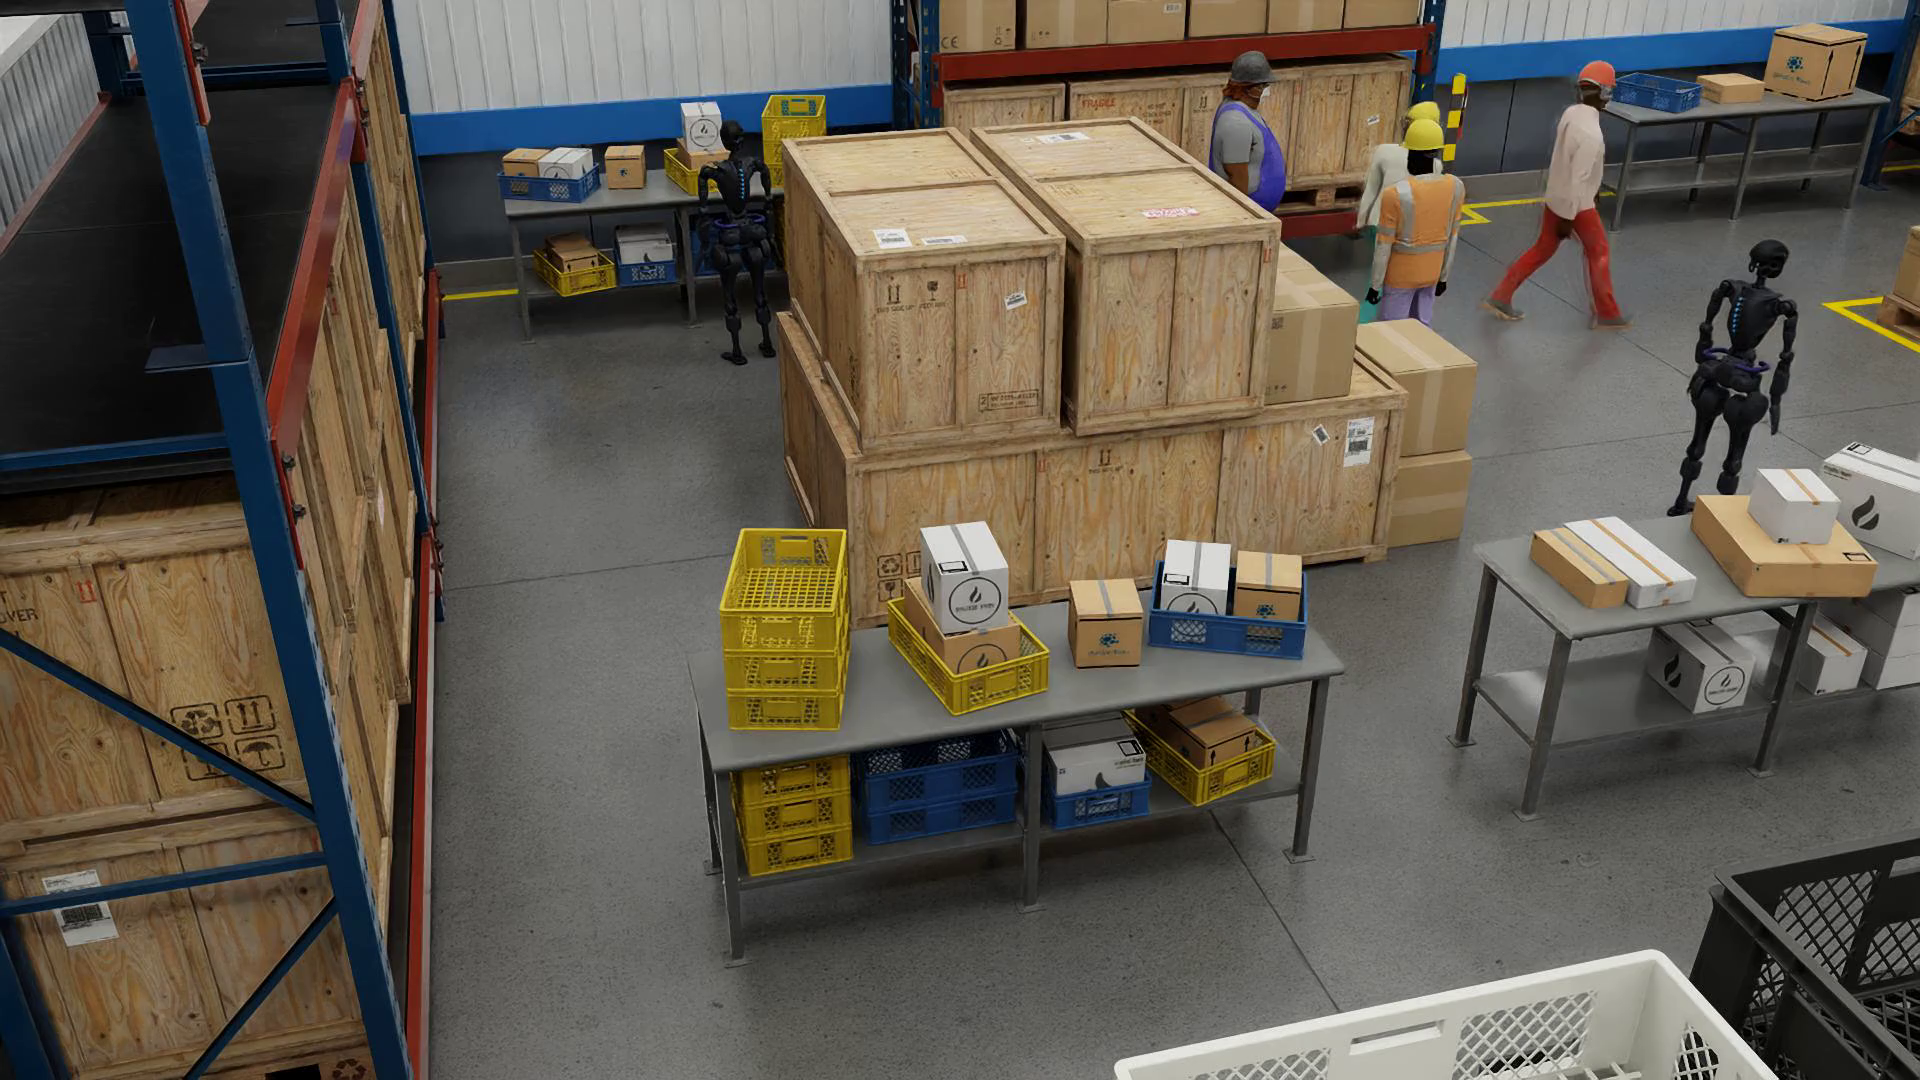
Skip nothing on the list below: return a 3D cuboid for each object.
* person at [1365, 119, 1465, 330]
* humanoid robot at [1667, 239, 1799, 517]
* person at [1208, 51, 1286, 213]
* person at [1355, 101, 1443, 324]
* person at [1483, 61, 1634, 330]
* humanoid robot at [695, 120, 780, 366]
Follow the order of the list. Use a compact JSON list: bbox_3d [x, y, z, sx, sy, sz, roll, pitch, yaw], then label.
[{"bbox_3d":[2.824,-1.680,10.462,0.586,1.919,0.398,-11,31,-19],"label":"person"},{"bbox_3d":[4.283,-0.860,9.202,0.328,1.657,0.590,-16,33,-27],"label":"humanoid robot"},{"bbox_3d":[1.987,-2.378,11.599,0.537,2.000,0.677,2,29,4],"label":"person"},{"bbox_3d":[3.069,-2.193,11.599,0.933,1.703,0.544,-24,37,-36],"label":"person"},{"bbox_3d":[4.381,-2.432,11.825,1.043,1.911,0.592,-2,29,-4],"label":"person"},{"bbox_3d":[-1.511,-2.026,11.321,0.601,1.655,0.323,-17,33,-28],"label":"humanoid robot"}]
